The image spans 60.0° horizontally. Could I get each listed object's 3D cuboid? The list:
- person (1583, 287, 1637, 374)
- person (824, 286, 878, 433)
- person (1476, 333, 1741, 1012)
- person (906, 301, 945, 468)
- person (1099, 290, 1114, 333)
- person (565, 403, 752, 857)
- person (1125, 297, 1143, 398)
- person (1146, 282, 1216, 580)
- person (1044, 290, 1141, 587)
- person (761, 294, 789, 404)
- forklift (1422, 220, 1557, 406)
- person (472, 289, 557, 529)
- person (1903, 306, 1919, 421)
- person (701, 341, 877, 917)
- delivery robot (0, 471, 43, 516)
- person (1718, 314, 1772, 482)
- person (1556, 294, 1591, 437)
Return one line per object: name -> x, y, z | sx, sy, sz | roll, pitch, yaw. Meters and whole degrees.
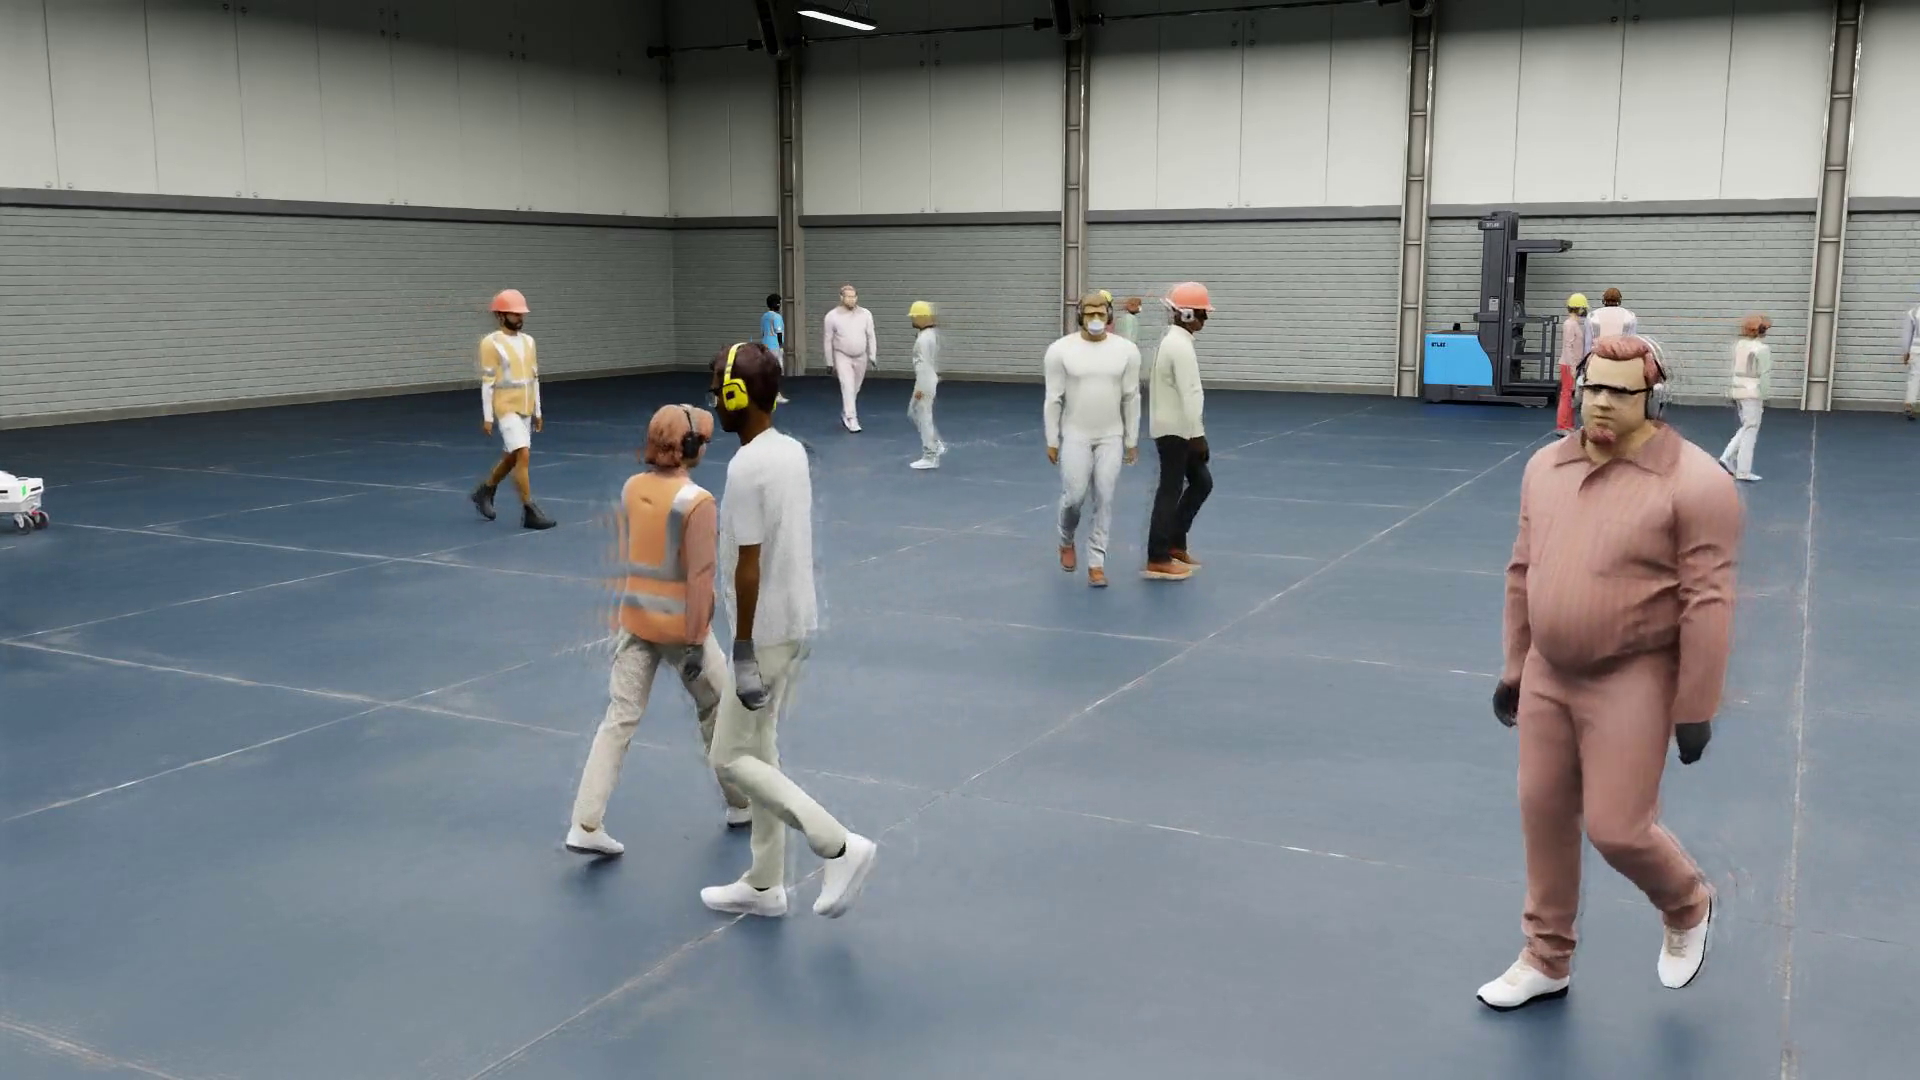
person -> 8.010, -2.191, 20.546 | 0.627, 1.844, 0.429 | 3, 10, 16
person -> -1.422, -2.345, 21.445 | 0.633, 1.866, 0.993 | -4, 10, -23
person -> 1.785, 0.377, 4.575 | 0.580, 1.891, 0.653 | -5, 11, -29
person -> -0.400, -1.611, 17.260 | 0.366, 1.730, 0.496 | 1, 9, 4
person -> 2.028, -2.651, 23.604 | 0.303, 1.772, 0.530 | 4, 10, 23
person -> -1.046, 0.312, 5.891 | 0.505, 1.587, 0.892 | 7, 12, 38
person -> 2.779, -3.111, 26.888 | 0.401, 1.619, 0.531 | 2, 9, 13
person -> 1.490, -0.718, 11.066 | 0.552, 1.974, 0.616 | 1, 9, 7
person -> 0.862, -0.667, 10.897 | 0.633, 1.924, 0.481 | -1, 9, -7
person -> -2.890, -2.965, 25.785 | 0.319, 1.690, 0.532 | -7, 11, -36
forklift -> 8.245, -3.527, 25.720 | 1.873, 2.768, 1.129 | 5, 10, 27
person -> -3.655, -1.066, 13.422 | 0.899, 1.911, 0.551 | 5, 10, 29
person -> 13.267, -2.594, 22.822 | 0.616, 1.916, 0.939 | 8, 12, 40
person -> -0.564, 0.301, 5.198 | 0.534, 1.842, 0.524 | 3, 10, 16
delivery robot -> -7.644, -0.370, 13.112 | 0.707, 0.478, 0.477 | -1, 9, -4
person -> 7.722, -1.383, 16.217 | 0.365, 1.624, 0.535 | -1, 9, -4
person -> 7.602, -2.149, 20.578 | 0.330, 1.755, 0.540 | 6, 11, 33
